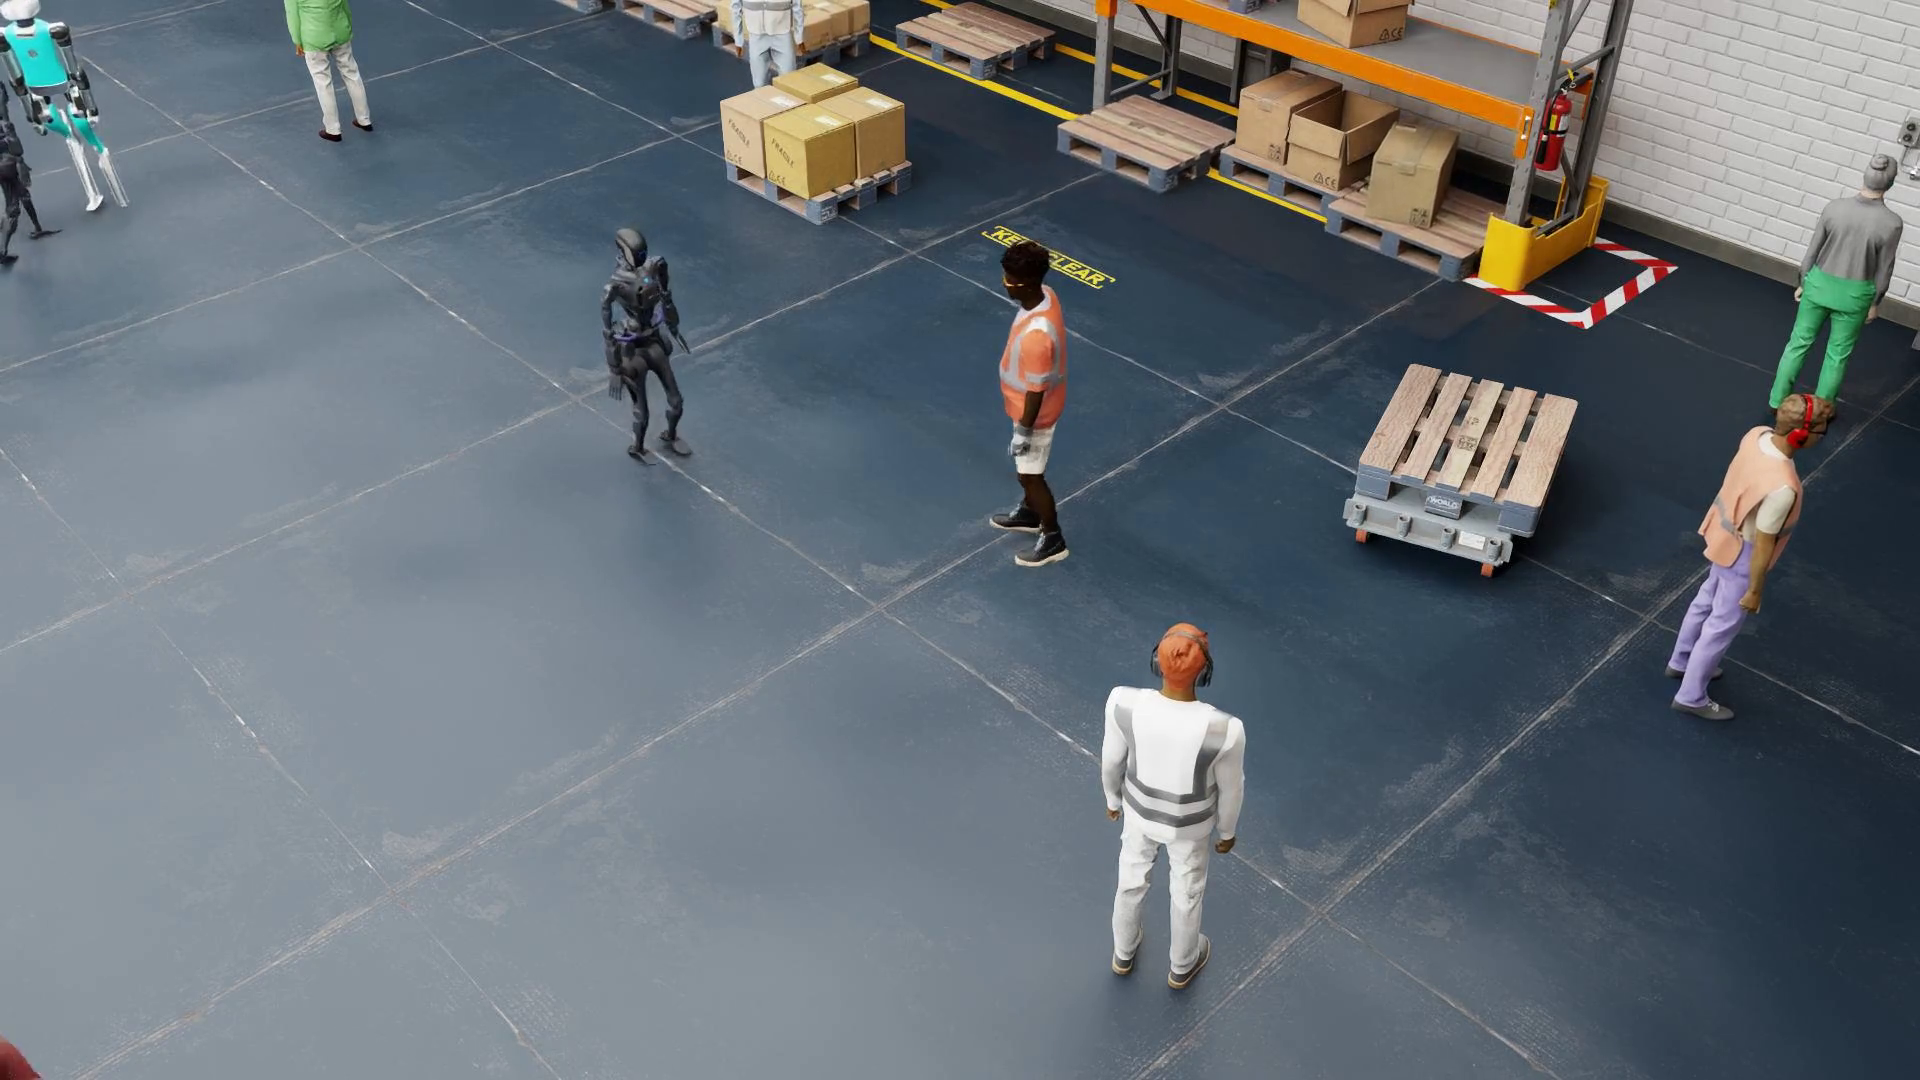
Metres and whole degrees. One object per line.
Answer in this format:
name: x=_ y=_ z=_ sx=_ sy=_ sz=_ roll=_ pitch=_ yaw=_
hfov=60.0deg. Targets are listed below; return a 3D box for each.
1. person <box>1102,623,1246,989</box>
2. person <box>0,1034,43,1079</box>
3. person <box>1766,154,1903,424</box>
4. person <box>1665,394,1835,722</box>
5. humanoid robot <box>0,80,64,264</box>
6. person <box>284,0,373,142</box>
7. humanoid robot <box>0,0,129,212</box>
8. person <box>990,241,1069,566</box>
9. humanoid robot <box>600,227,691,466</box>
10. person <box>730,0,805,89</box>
person: x=0.849 y=1.101 z=6.739 sx=0.574 sy=1.882 sz=0.356 roll=13 pitch=39 yaw=17
person: x=-3.578 y=1.854 z=5.847 sx=0.495 sy=1.748 sz=0.478 roll=-2 pitch=37 yaw=-3
person: x=5.438 y=-1.542 z=10.277 sx=0.508 sy=1.836 sz=0.341 roll=26 pitch=44 yaw=30
person: x=3.810 y=0.079 z=8.130 sx=0.379 sy=1.836 sz=0.564 roll=6 pitch=37 yaw=7
humanoid robot: x=-7.084 y=-2.862 z=12.192 sx=0.614 sy=1.615 sz=0.682 roll=25 pitch=44 yaw=29
person: x=-5.313 y=-4.224 z=13.880 sx=0.388 sy=1.776 sz=0.539 roll=30 pitch=46 yaw=33
humanoid robot: x=-6.835 y=-3.291 z=12.737 sx=0.530 sy=1.863 sz=0.718 roll=-8 pitch=38 yaw=-10
person: x=0.403 y=-0.751 z=9.133 sx=0.439 sy=1.957 sz=0.633 roll=2 pitch=37 yaw=3
humanoid robot: x=-1.891 y=-1.156 z=9.903 sx=0.398 sy=1.635 sz=0.613 roll=24 pitch=43 yaw=28
person: x=-1.572 y=-4.154 z=13.679 sx=0.597 sy=1.906 sz=0.408 roll=0 pitch=37 yaw=0
